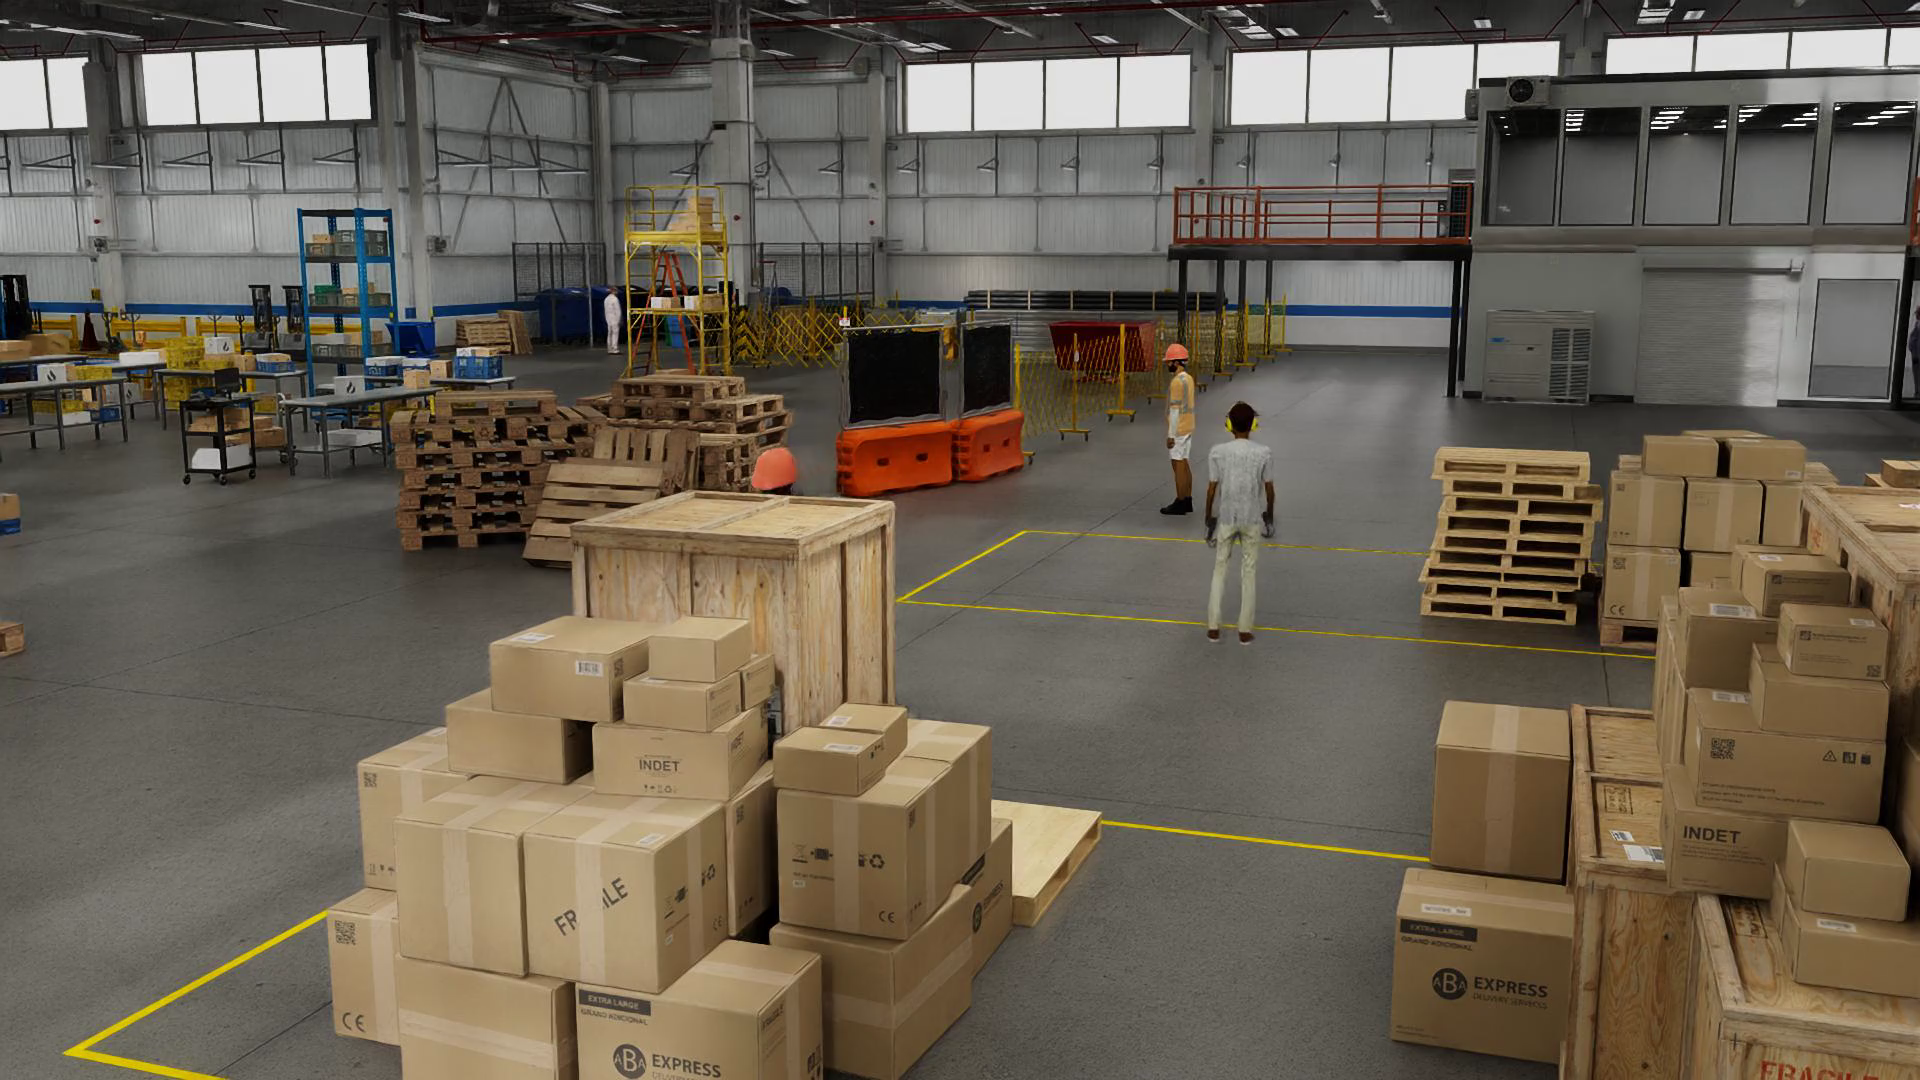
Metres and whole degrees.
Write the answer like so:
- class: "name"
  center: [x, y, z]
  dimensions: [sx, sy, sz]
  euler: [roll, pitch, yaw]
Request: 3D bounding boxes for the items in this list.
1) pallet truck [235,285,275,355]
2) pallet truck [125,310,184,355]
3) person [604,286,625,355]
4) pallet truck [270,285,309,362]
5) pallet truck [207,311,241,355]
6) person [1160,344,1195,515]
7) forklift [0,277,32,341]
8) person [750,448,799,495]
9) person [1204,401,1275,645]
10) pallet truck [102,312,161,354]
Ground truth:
- class: "pallet truck"
  center: [-18.327, -5.835, 44.421]
  dimensions: [0.823, 1.965, 1.885]
  euler: [4, 11, 23]
- class: "pallet truck"
  center: [-22.038, -5.665, 45.457]
  dimensions: [0.704, 1.261, 1.522]
  euler: [3, 11, 17]
- class: "person"
  center: [-9.539, -6.054, 45.921]
  dimensions: [0.399, 1.905, 0.643]
  euler: [-8, 13, -39]
- class: "pallet truck"
  center: [-17.147, -5.700, 43.663]
  dimensions: [0.823, 1.965, 1.885]
  euler: [3, 11, 17]
- class: "pallet truck"
  center: [-19.537, -5.575, 44.913]
  dimensions: [0.653, 1.274, 1.630]
  euler: [3, 11, 19]
- class: "person"
  center: [2.449, -1.243, 18.777]
  dimensions: [0.391, 1.930, 0.540]
  euler: [4, 11, 21]
- class: "forklift"
  center: [-27.151, -6.329, 46.328]
  dimensions: [1.157, 1.987, 2.680]
  euler: [3, 11, 17]
- class: "person"
  center: [-1.086, 0.400, 9.603]
  dimensions: [0.939, 1.879, 0.594]
  euler: [-3, 10, -16]
- class: "person"
  center: [2.126, -0.127, 12.661]
  dimensions: [0.528, 1.867, 0.387]
  euler: [2, 10, 11]
- class: "pallet truck"
  center: [-23.057, -5.777, 46.261]
  dimensions: [0.680, 1.201, 1.601]
  euler: [3, 11, 19]
